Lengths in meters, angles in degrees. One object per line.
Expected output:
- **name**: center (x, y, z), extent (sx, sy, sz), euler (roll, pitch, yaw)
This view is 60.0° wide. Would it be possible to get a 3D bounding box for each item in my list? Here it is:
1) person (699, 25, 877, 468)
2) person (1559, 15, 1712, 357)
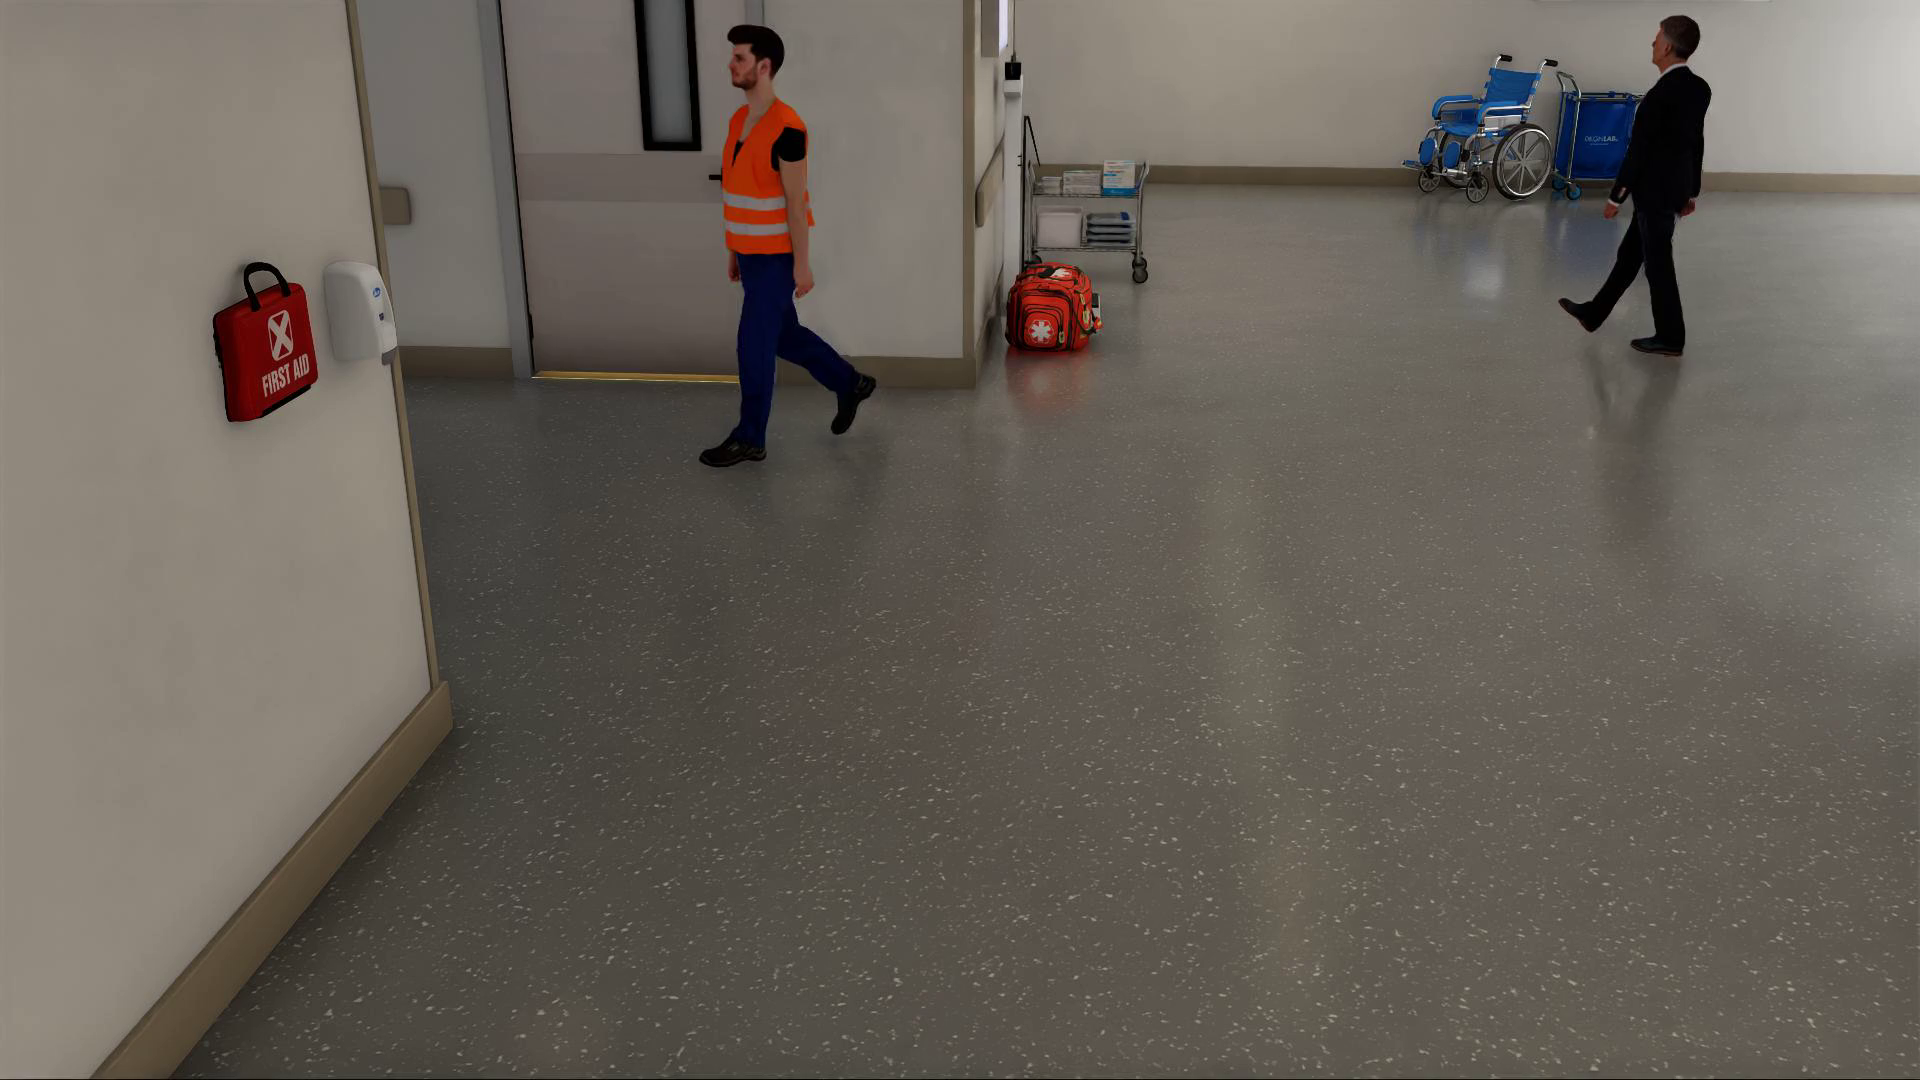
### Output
- **person**: center (-0.752, -1.265, 7.278), extent (1.180, 1.864, 1.188), euler (-13, 24, -30)
- **person**: center (3.865, -1.879, 9.009), extent (1.129, 1.786, 1.178), euler (-18, 27, -38)
